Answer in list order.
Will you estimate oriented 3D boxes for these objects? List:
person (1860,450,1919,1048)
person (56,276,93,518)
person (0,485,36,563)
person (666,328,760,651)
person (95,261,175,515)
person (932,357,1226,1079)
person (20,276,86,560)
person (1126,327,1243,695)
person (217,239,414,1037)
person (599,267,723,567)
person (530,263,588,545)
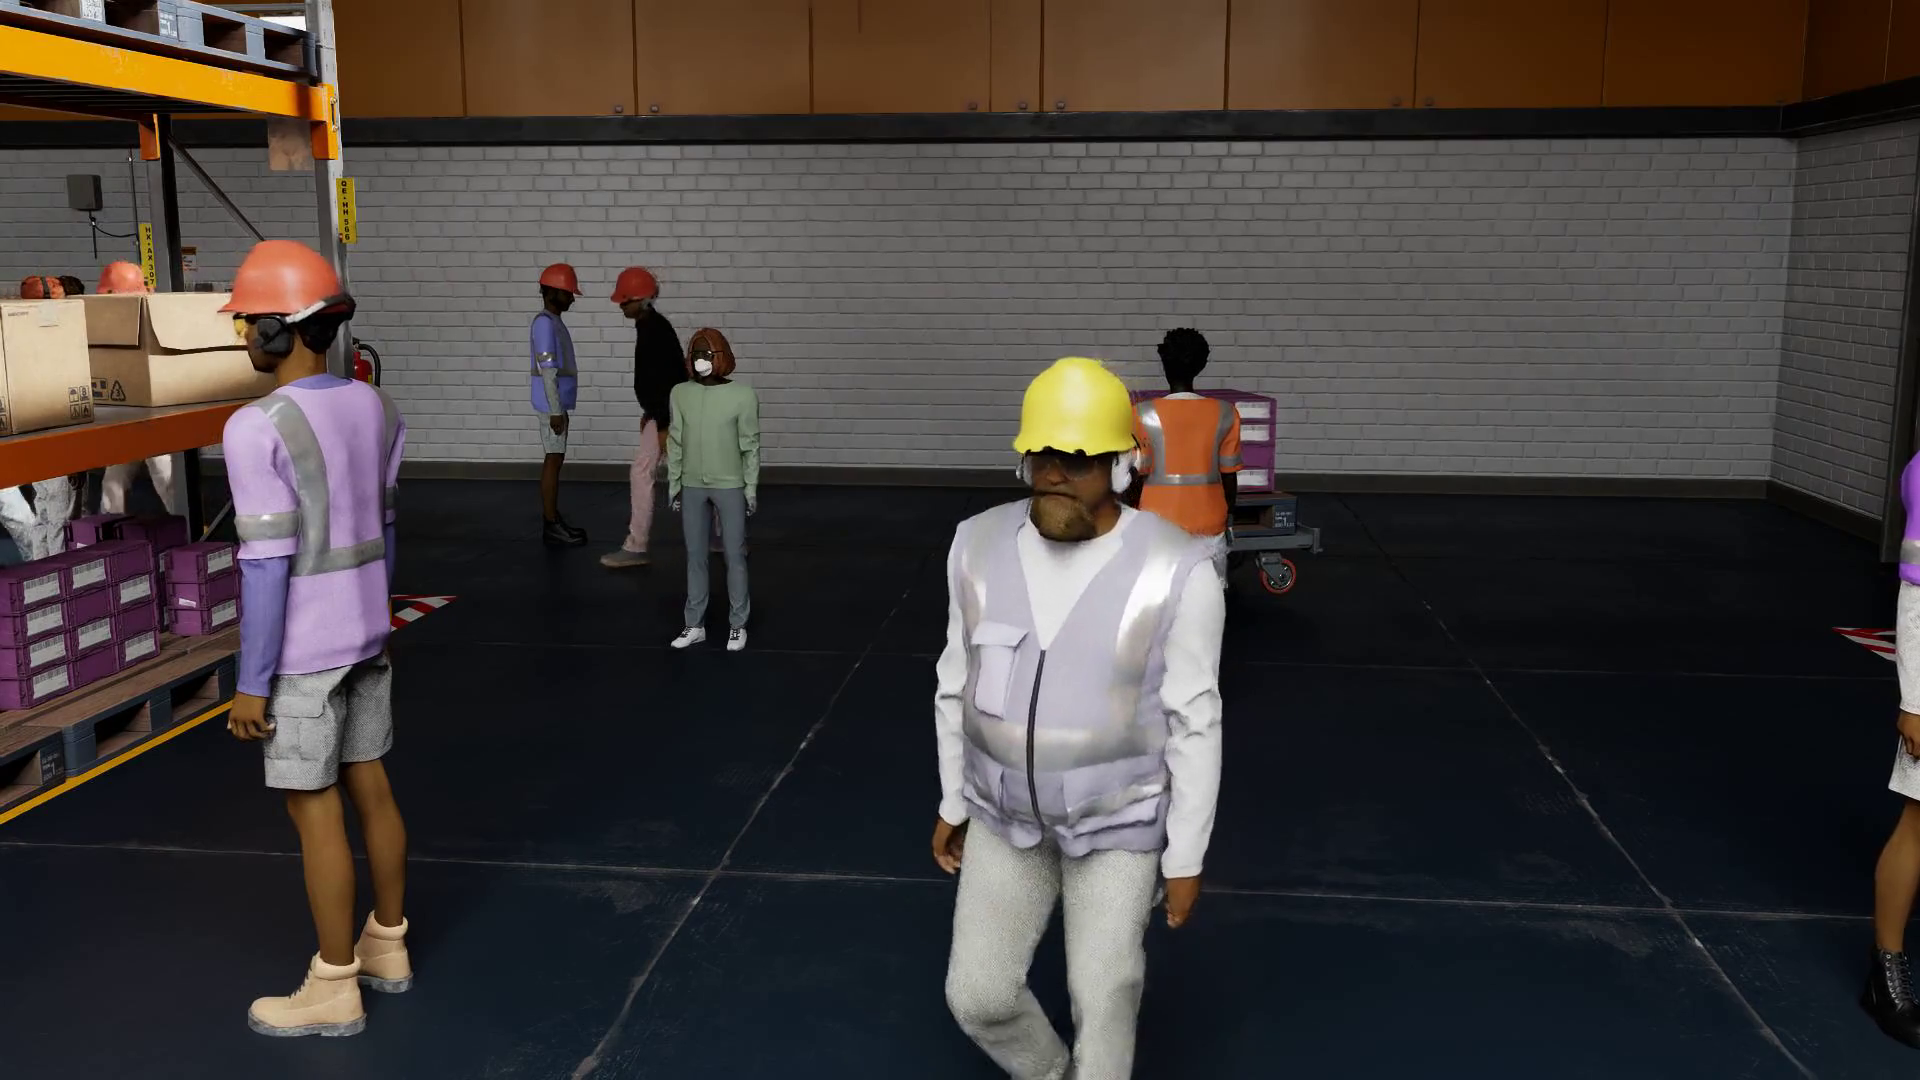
[{"bbox_3d":[2.608,0.347,4.168,0.547,1.930,0.409,-2,10,-10],"label":"person"},{"bbox_3d":[-6.221,-0.926,11.684,0.429,1.842,0.630,-2,10,-9],"label":"person"},{"bbox_3d":[-5.576,-0.517,9.224,0.631,1.876,0.975,8,13,39],"label":"person"},{"bbox_3d":[-1.252,-0.252,8.420,0.498,1.634,0.281,2,10,14],"label":"person"},{"bbox_3d":[-4.973,-0.664,9.873,0.631,1.946,0.955,9,14,43],"label":"person"},{"bbox_3d":[0.217,0.544,3.324,0.619,1.818,0.421,4,11,24],"label":"person"},{"bbox_3d":[-4.798,-0.451,8.850,0.355,1.883,0.574,-10,14,-44],"label":"person"},{"bbox_3d":[0.935,-0.050,7.083,0.540,1.695,0.317,-2,10,-13],"label":"person"},{"bbox_3d":[-1.670,0.262,4.300,0.366,2.047,0.608,2,10,12],"label":"person"},{"bbox_3d":[-1.863,-0.799,10.799,0.927,1.919,0.671,-1,10,-6],"label":"person"},{"bbox_3d":[-2.762,-0.931,11.466,0.373,1.928,0.543,-2,10,-11],"label":"person"}]
